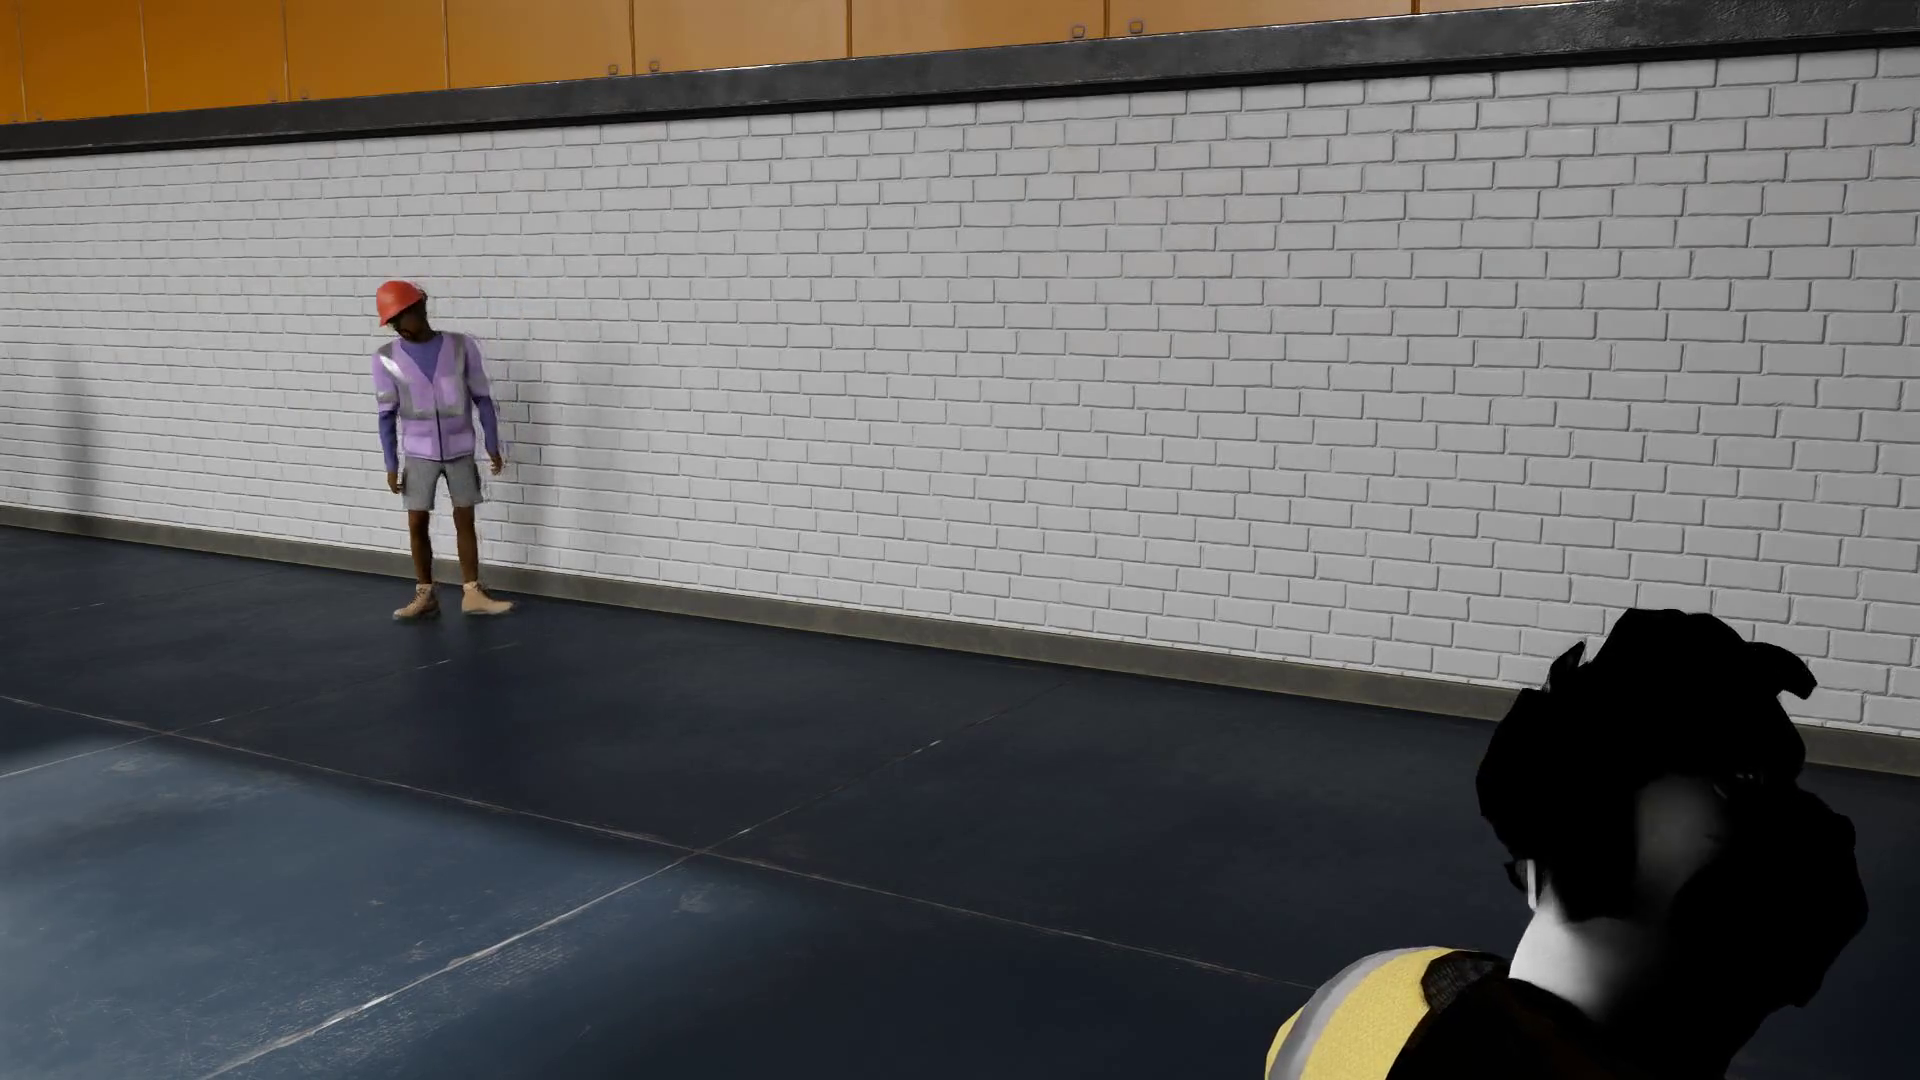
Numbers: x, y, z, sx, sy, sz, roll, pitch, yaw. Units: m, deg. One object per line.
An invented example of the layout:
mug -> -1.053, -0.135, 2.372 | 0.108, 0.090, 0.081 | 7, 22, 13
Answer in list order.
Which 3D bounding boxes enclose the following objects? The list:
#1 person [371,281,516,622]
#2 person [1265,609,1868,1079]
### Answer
person -> -2.973, -0.498, 9.642 | 0.767, 1.991, 0.389 | -3, 10, -20
person -> 0.427, 0.939, 1.073 | 0.429, 1.847, 0.626 | -3, 10, -17
